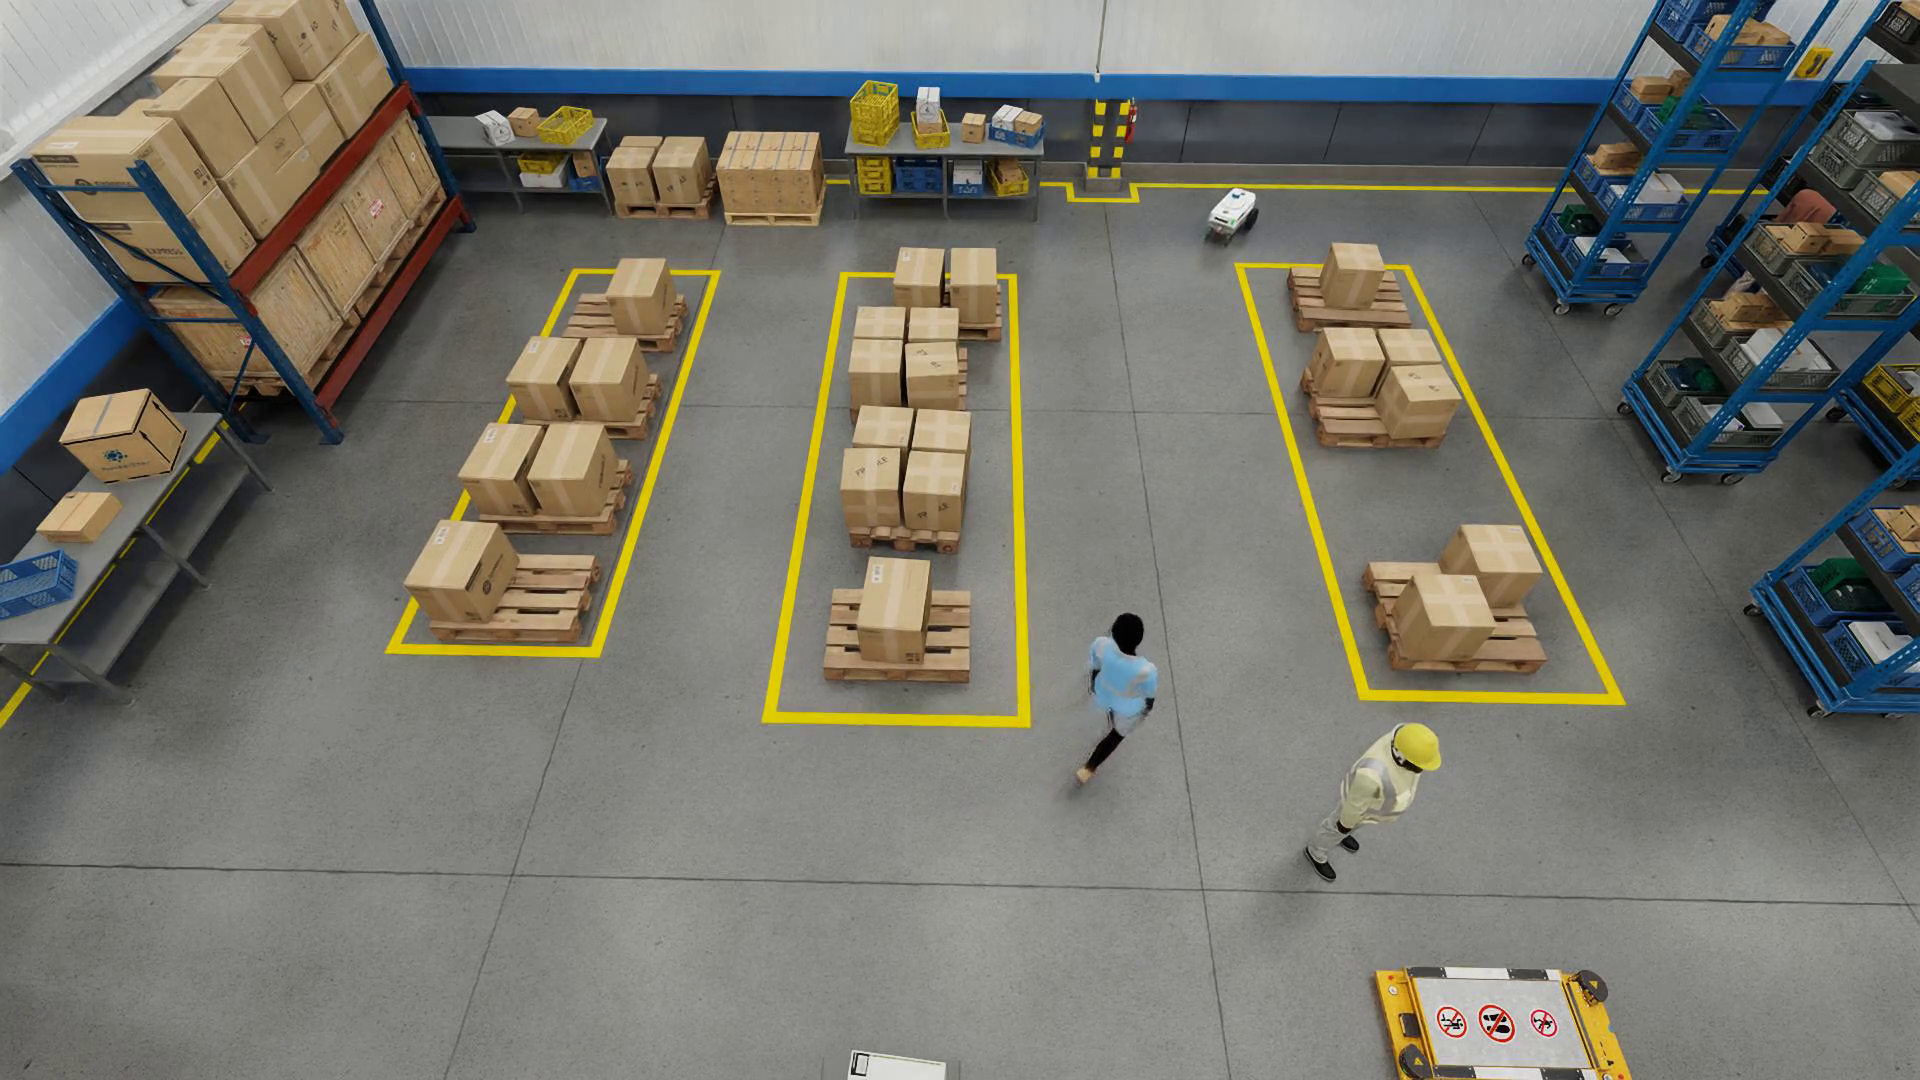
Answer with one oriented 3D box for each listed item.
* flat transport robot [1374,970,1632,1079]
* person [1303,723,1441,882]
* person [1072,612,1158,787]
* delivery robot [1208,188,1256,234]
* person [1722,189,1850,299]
[{"bbox_3d":[3.501,3.133,5.914,1.431,0.197,0.652,1,51,1],"label":"flat transport robot"},{"bbox_3d":[2.725,1.710,6.073,0.594,1.832,0.404,-34,58,-25],"label":"person"},{"bbox_3d":[1.099,1.165,6.637,0.538,1.666,0.784,37,60,26],"label":"person"},{"bbox_3d":[3.462,-4.195,11.647,0.477,0.478,0.707,28,56,21],"label":"delivery robot"},{"bbox_3d":[8.956,-3.101,9.906,0.409,1.980,0.622,-19,53,-15],"label":"person"}]
